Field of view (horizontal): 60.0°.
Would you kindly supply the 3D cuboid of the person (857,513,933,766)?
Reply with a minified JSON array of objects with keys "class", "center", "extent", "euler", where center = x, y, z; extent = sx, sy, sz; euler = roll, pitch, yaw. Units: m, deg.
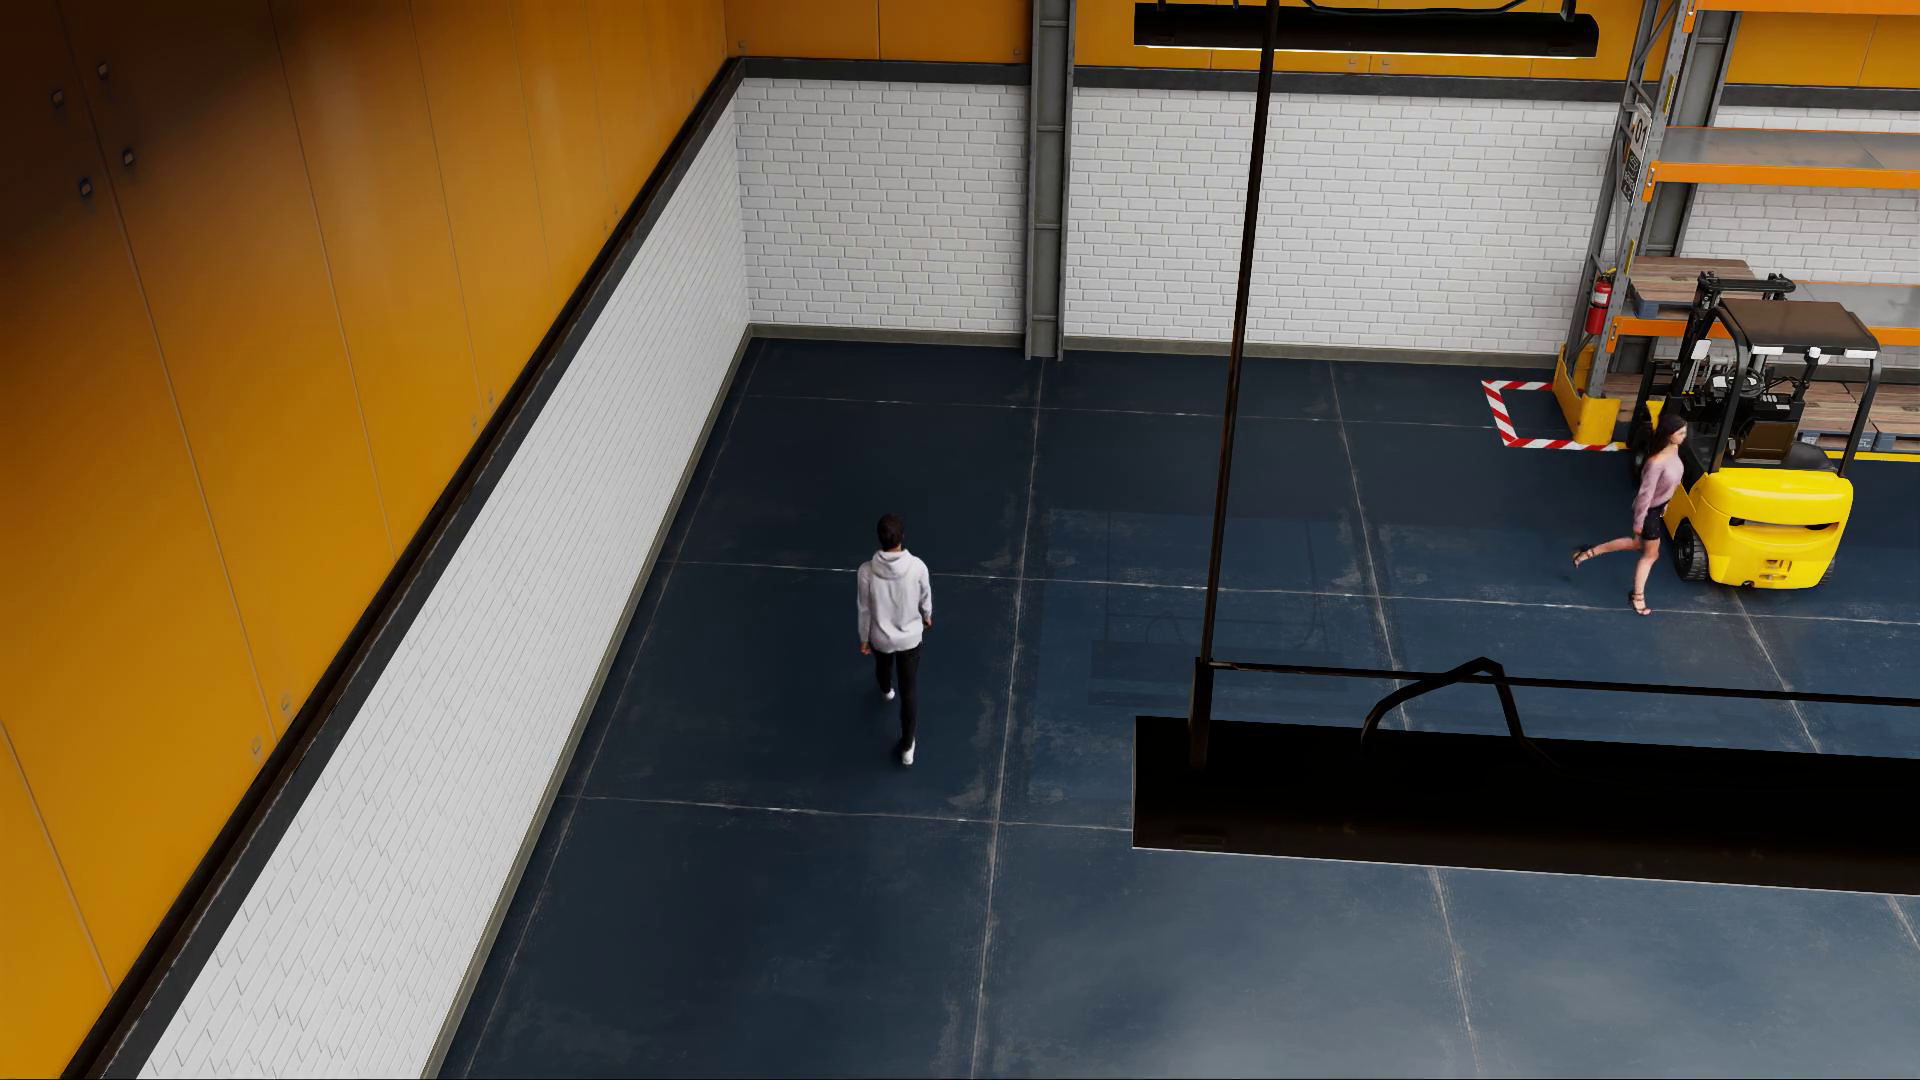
[{"class":"person","center":[-0.442,0.752,11.863],"extent":[1.240,1.857,0.911],"euler":[-3,34,-4]}]

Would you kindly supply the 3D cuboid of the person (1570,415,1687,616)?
[{"class":"person","center":[5.456,-0.238,13.410],"extent":[1.089,1.793,0.943],"euler":[24,40,31]}]
